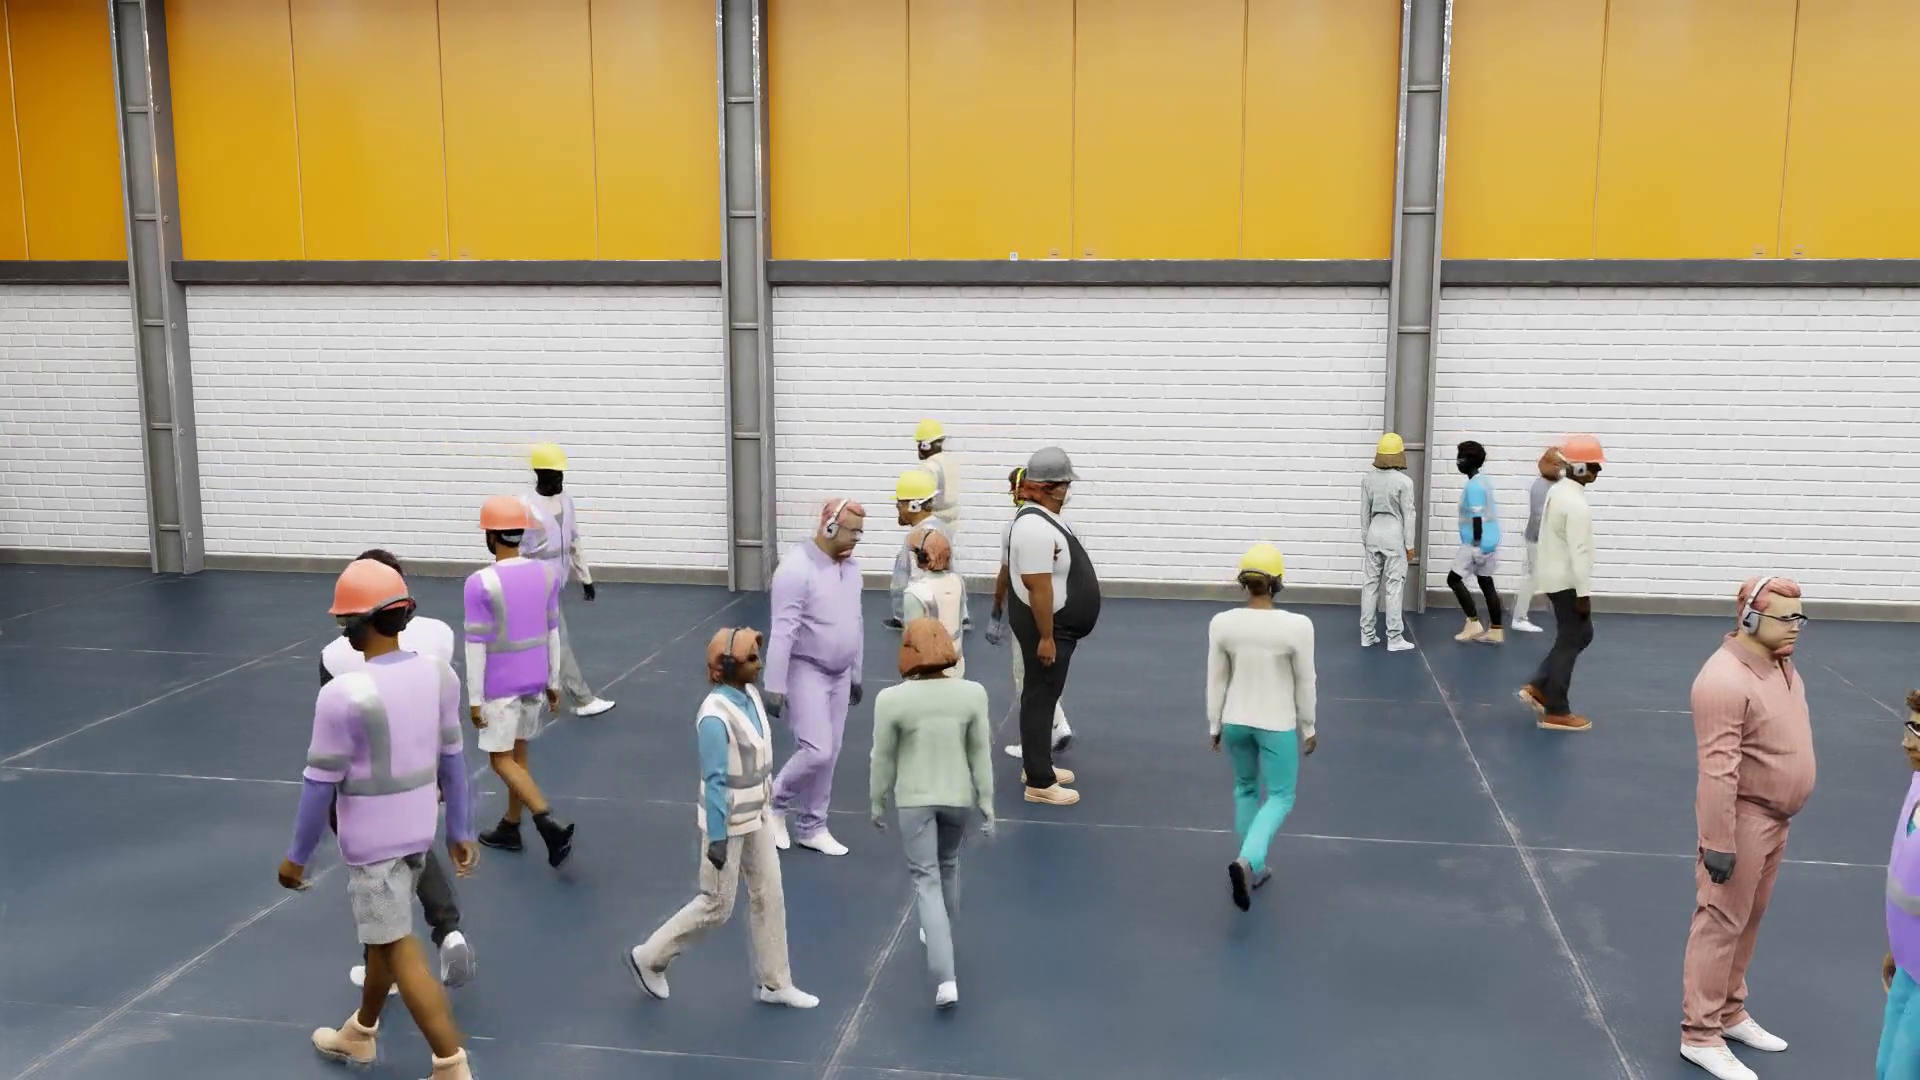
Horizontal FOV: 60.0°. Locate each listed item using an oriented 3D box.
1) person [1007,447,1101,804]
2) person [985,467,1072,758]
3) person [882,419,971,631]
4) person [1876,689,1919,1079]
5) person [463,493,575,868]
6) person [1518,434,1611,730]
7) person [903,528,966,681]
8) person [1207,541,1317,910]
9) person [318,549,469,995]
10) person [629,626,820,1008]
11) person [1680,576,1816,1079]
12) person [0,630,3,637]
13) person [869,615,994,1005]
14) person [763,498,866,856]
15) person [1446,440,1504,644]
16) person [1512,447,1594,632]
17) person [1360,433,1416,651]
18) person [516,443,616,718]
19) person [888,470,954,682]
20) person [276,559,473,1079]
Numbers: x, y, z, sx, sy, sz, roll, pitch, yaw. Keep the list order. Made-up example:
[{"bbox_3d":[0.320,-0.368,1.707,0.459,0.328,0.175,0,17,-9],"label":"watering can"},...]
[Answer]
[{"bbox_3d":[0.539,0.474,9.570,0.539,2.000,0.689,0,9,1],"label":"person"},{"bbox_3d":[0.426,0.466,10.259,0.513,1.840,0.404,-8,12,-41],"label":"person"},{"bbox_3d":[-0.252,-0.113,13.945,0.767,1.799,0.614,4,10,24],"label":"person"},{"bbox_3d":[3.019,1.323,4.997,0.622,1.824,0.585,3,10,17],"label":"person"},{"bbox_3d":[-2.230,0.721,8.450,0.796,1.916,0.548,7,12,38],"label":"person"},{"bbox_3d":[4.029,0.282,10.952,0.440,1.974,0.643,1,9,8],"label":"person"},{"bbox_3d":[-0.142,0.749,9.103,0.315,1.641,0.514,6,11,33],"label":"person"},{"bbox_3d":[1.410,0.882,7.940,0.531,1.747,0.662,6,11,31],"label":"person"},{"bbox_3d":[-2.323,0.983,6.870,0.572,1.897,0.607,9,13,43],"label":"person"},{"bbox_3d":[-0.976,1.141,6.791,0.719,1.614,0.519,2,9,14],"label":"person"},{"bbox_3d":[3.000,1.072,6.303,0.405,1.904,0.653,8,12,42],"label":"person"},{"bbox_3d":[-8.352,-0.059,13.328,0.956,1.903,0.684,-8,12,-42],"label":"person"},{"bbox_3d":[-0.103,1.114,7.014,0.523,1.591,0.836,-3,10,-17],"label":"person"},{"bbox_3d":[-0.743,0.714,8.598,0.454,1.876,0.723,6,11,32],"label":"person"},{"bbox_3d":[4.204,0.034,13.444,0.476,1.663,0.540,4,10,24],"label":"person"},{"bbox_3d":[4.920,0.016,13.758,0.575,1.589,0.729,-9,13,-43],"label":"person"},{"bbox_3d":[3.432,0.012,13.329,0.289,1.746,0.487,-8,13,-42],"label":"person"},{"bbox_3d":[-2.797,0.266,11.363,0.997,1.872,0.629,4,10,21],"label":"person"},{"bbox_3d":[-0.207,0.472,10.247,0.469,1.816,0.607,0,9,1],"label":"person"},{"bbox_3d":[-2.111,1.066,6.055,0.924,2.004,0.611,4,10,23],"label":"person"}]
